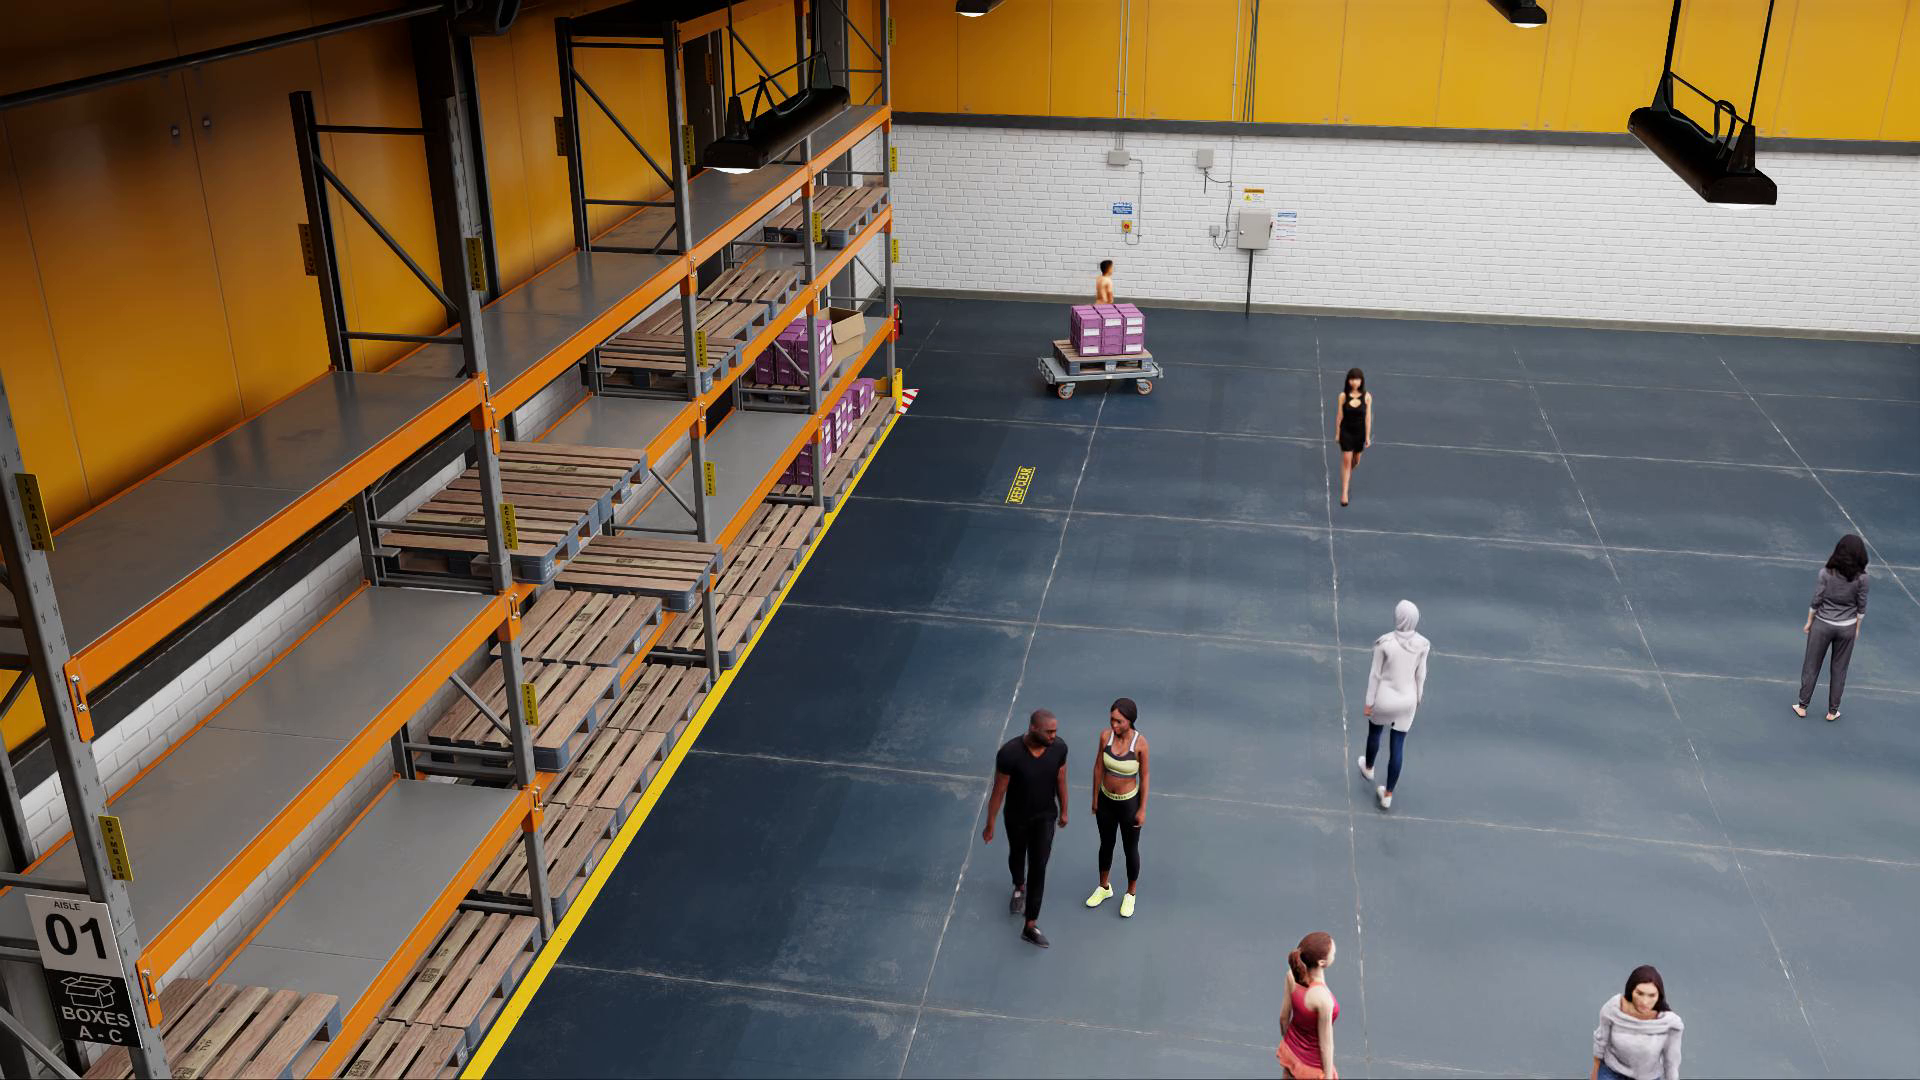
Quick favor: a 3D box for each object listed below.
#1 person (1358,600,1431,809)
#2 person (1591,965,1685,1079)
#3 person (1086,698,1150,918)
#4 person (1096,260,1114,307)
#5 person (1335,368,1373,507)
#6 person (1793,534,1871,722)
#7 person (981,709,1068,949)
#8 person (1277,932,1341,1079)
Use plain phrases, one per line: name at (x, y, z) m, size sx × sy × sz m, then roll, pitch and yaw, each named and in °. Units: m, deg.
person at (3.530, 1.362, 13.467) m, size 0.727 × 1.753 × 0.944 m, roll 1°, pitch 24°, yaw 2°
person at (3.901, 3.101, 9.683) m, size 0.743 × 1.596 × 1.006 m, roll 8°, pitch 25°, yaw 18°
person at (1.175, 1.928, 12.169) m, size 0.621 × 1.755 × 0.597 m, roll 12°, pitch 26°, yaw 25°
person at (2.117, -3.481, 24.927) m, size 0.935 × 1.448 × 0.843 m, roll -18°, pitch 29°, yaw -35°
person at (4.636, -1.256, 19.616) m, size 0.562 × 1.625 × 0.992 m, roll 4°, pitch 24°, yaw 8°
person at (7.765, 0.779, 14.786) m, size 0.650 × 1.765 × 0.600 m, roll 10°, pitch 26°, yaw 22°
person at (0.492, 1.973, 12.047) m, size 1.030 × 1.770 × 1.191 m, roll -2°, pitch 24°, yaw -5°
person at (2.018, 3.015, 9.687) m, size 0.723 × 1.752 × 0.649 m, roll -12°, pitch 26°, yaw -26°
